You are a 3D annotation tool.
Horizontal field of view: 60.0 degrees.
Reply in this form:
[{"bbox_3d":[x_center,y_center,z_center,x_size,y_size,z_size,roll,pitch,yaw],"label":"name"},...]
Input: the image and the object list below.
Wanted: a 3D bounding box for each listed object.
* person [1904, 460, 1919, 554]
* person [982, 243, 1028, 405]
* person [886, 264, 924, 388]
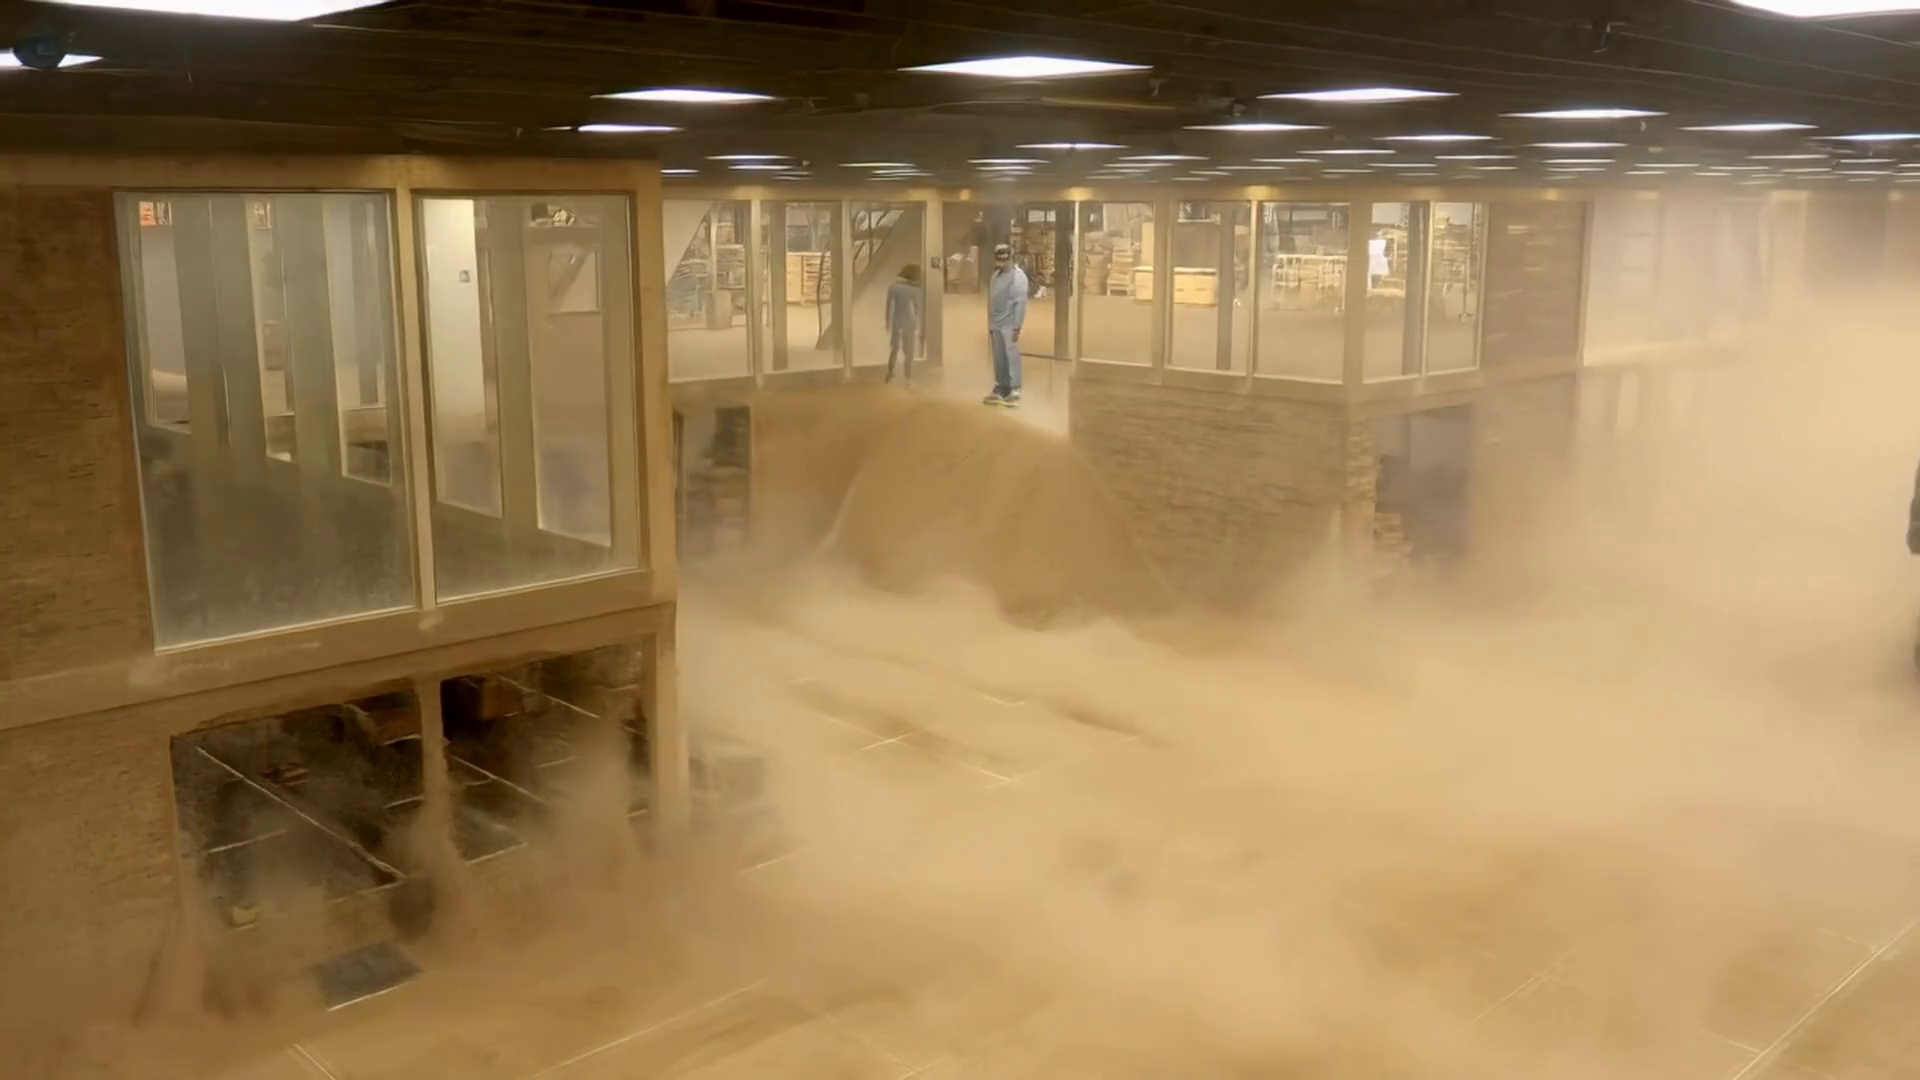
[{"bbox_3d":[4.644,-0.099,7.609,0.552,1.851,0.421,9,14,38],"label":"person"},{"bbox_3d":[0.523,-2.578,19.878,0.409,1.907,0.651,-8,14,-34],"label":"person"},{"bbox_3d":[-0.718,-2.771,21.618,0.523,1.615,0.302,5,12,22],"label":"person"}]
